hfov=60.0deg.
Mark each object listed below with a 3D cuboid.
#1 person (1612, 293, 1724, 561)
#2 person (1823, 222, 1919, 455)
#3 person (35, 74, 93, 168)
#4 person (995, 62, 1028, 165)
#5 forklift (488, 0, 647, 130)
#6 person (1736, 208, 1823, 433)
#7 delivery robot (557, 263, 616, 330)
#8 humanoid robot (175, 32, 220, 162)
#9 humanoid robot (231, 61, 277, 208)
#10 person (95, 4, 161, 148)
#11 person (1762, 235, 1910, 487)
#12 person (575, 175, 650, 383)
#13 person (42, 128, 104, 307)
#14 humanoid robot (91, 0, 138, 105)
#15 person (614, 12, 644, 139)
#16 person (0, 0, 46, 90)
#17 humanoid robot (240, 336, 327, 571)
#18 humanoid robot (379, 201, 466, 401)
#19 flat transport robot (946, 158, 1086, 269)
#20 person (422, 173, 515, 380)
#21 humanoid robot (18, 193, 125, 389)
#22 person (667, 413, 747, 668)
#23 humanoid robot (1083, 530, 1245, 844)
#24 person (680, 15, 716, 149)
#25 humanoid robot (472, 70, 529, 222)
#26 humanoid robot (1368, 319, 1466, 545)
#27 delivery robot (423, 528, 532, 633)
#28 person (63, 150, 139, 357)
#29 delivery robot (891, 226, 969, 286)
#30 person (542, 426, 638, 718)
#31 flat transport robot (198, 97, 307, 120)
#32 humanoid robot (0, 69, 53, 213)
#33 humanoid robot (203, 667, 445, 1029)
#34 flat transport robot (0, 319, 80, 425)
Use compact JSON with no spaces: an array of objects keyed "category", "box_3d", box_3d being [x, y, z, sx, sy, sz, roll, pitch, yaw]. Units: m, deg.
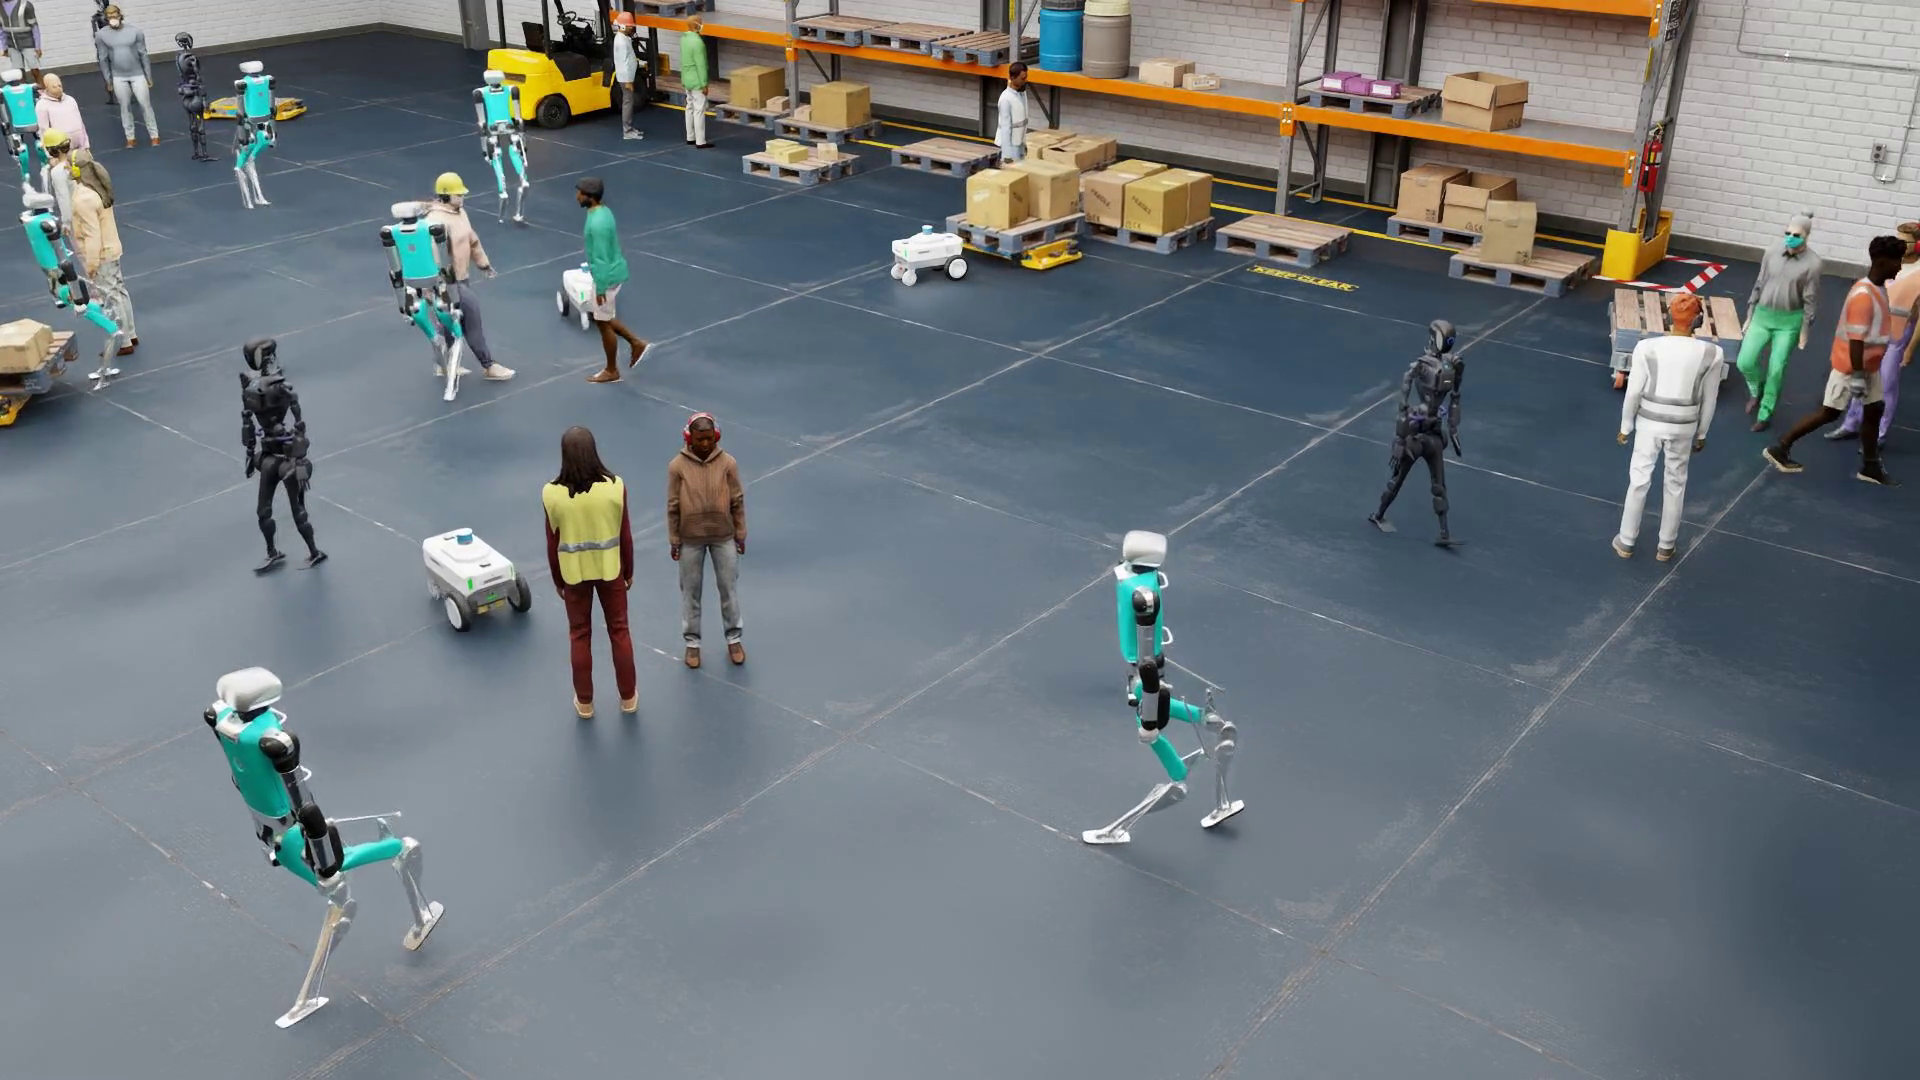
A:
[{"category":"person","box_3d":[4.777,-0.754,11.275,0.572,1.884,0.360,8,27,16]},{"category":"person","box_3d":[7.284,-1.588,13.044,0.390,1.847,0.562,-9,27,-19]},{"category":"person","box_3d":[-10.221,-4.436,19.030,0.417,1.774,0.536,15,29,27]},{"category":"person","box_3d":[0.612,-4.497,19.007,0.414,1.907,0.598,9,27,19]},{"category":"forklift","box_3d":[-5.874,-7.334,24.552,1.214,2.155,2.313,19,32,34]},{"category":"person","box_3d":[6.624,-1.780,13.445,0.543,1.831,0.433,23,34,39]},{"category":"delivery robot","box_3d":[-3.617,-2.409,16.212,0.499,0.579,0.766,-12,28,-24]},{"category":"humanoid robot","box_3d":[-10.228,-5.919,22.193,0.315,1.657,0.599,-23,34,-39]},{"category":"humanoid robot","box_3d":[-8.515,-4.831,19.949,0.768,1.817,0.542,15,30,28]},{"category":"person","box_3d":[-11.428,-6.360,22.842,0.626,1.929,0.350,-10,28,-21]},{"category":"person","box_3d":[6.713,-1.348,12.481,0.953,1.928,0.610,20,32,35]},{"category":"person","box_3d":[-3.048,-2.254,14.438,0.488,1.837,0.501,-5,26,-10]},{"category":"person","box_3d":[-8.743,-3.181,16.439,0.328,1.765,0.532,0,26,1]},{"category":"humanoid robot","box_3d":[-12.979,-7.509,25.516,0.652,1.636,0.593,9,27,18]},{"category":"person","box_3d":[-4.670,-6.538,23.419,0.347,1.739,0.571,-5,26,-11]},{"category":"person","box_3d":[-14.033,-7.382,24.837,0.607,2.030,0.406,1,26,3]},{"category":"humanoid robot","box_3d":[-4.559,-0.550,11.096,0.602,1.656,0.455,13,29,25]},{"category":"humanoid robot","box_3d":[-4.457,-2.029,14.191,0.567,1.878,0.796,1,26,3]},{"category":"flat transport robot","box_3d":[0.600,-3.255,18.312,1.431,0.231,0.659,23,34,39]},{"category":"person","box_3d":[-4.307,-2.280,14.489,0.847,1.830,0.812,1,26,2]},{"category":"humanoid robot","box_3d":[-7.535,-2.174,14.355,0.532,1.757,0.757,20,32,35]},{"category":"person","box_3d":[-1.514,-0.010,10.009,0.468,1.648,0.313,-4,26,-9]},{"category":"humanoid robot","box_3d":[1.145,0.778,8.334,1.024,1.780,0.530,-2,26,-3]},{"category":"person","box_3d":[-3.634,-6.299,22.884,0.385,1.776,0.546,-16,30,-30]},{"category":"humanoid robot","box_3d":[-5.201,-4.434,19.095,0.538,1.798,0.834,-11,28,-22]},{"category":"humanoid robot","box_3d":[3.235,-0.738,11.525,0.584,1.623,0.774,-14,29,-26]},{"category":"delivery robot","box_3d":[-3.168,0.226,10.787,0.499,0.606,0.796,-21,33,-36]},{"category":"person","box_3d":[-7.792,-2.606,15.123,0.411,1.877,0.553,-5,26,-11]},{"category":"delivery robot","box_3d":[-0.323,-2.989,17.449,0.813,0.609,0.499,-13,29,-25]},{"category":"person","box_3d":[-2.080,0.205,9.431,0.473,1.764,0.363,-6,26,-12]},{"category":"flat transport robot","box_3d":[-10.650,-6.474,24.977,1.431,0.231,0.659,3,26,6]},{"category":"humanoid robot","box_3d":[-10.989,-4.663,19.570,0.564,1.783,0.876,-19,32,-34]},{"category":"humanoid robot","box_3d":[-2.717,1.239,7.381,0.531,1.776,1.018,17,31,32]},{"category":"flat transport robot","box_3d":[-8.297,-1.294,14.251,0.659,0.231,1.431,-5,26,-9]}]
